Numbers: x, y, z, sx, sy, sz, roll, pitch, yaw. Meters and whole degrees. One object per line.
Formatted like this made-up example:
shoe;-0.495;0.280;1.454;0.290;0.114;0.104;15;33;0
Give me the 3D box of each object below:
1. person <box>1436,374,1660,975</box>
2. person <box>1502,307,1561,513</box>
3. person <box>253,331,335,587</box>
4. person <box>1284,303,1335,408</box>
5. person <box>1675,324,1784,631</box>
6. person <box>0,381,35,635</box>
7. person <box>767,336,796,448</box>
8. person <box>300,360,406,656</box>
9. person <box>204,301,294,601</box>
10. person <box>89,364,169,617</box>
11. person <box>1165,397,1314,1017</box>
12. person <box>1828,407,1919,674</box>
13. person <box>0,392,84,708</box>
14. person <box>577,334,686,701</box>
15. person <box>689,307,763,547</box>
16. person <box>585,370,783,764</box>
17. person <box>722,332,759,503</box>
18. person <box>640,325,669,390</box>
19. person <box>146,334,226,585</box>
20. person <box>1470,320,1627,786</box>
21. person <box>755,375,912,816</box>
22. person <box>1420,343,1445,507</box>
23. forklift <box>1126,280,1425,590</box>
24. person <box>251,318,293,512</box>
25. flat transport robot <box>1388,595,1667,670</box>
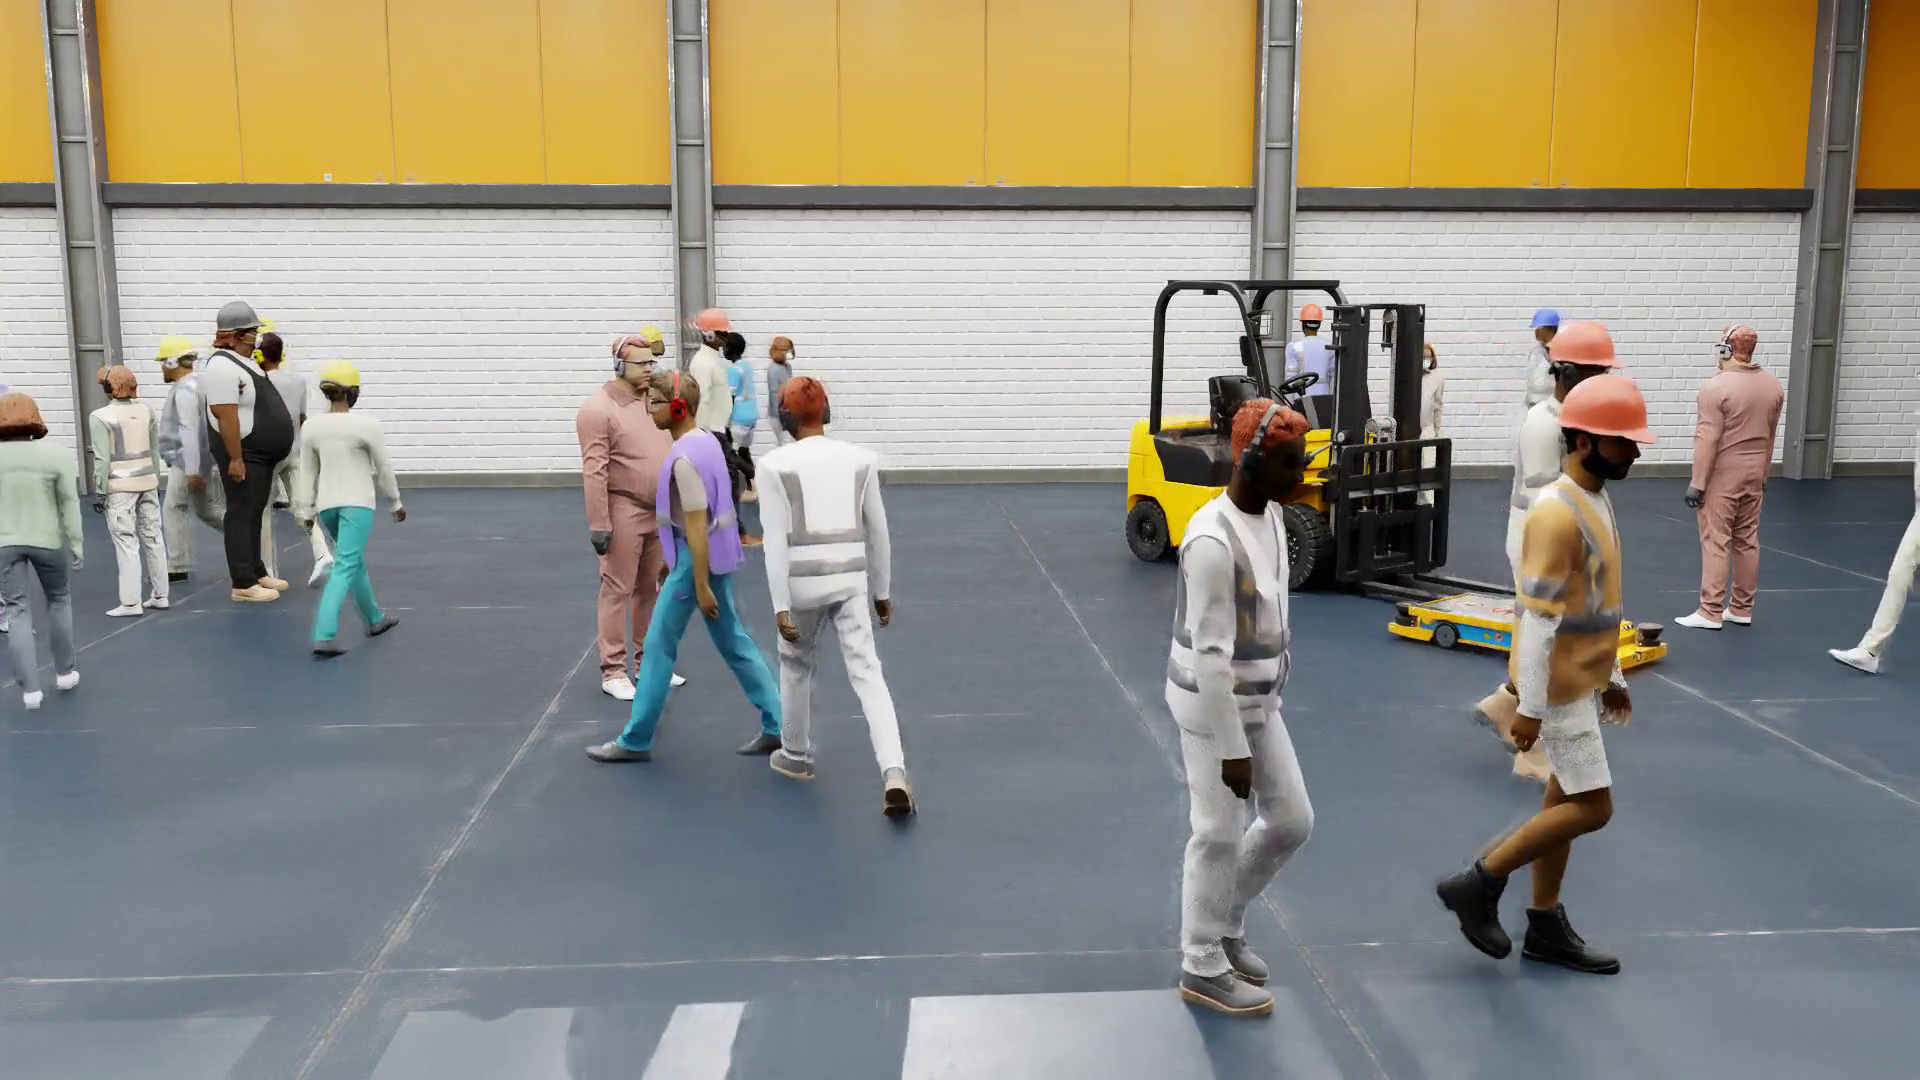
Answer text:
person;1.893;0.434;5.238;0.502;1.917;0.540;5;10;28
person;5.499;-1.191;15.411;0.815;1.920;0.620;-3;9;-16
person;-4.829;-0.574;11.877;0.922;1.827;0.530;7;11;37
person;3.429;-1.353;16.380;0.552;1.935;0.366;-2;9;-12
person;4.797;-0.387;10.411;0.642;1.908;0.407;-4;10;-26
person;-6.142;-0.347;10.310;0.903;1.867;0.654;6;11;34
person;-1.746;-1.220;16.557;0.322;1.613;0.537;2;9;15
person;-3.628;-0.203;9.858;0.518;1.718;0.930;3;9;17
person;-4.848;-0.612;11.400;0.538;2.000;0.688;-2;9;-11
person;-5.401;-0.317;10.802;0.314;1.639;0.517;3;10;20
person;0.813;0.513;4.888;0.419;1.864;0.606;5;11;30
person;5.283;-0.133;9.055;0.946;1.821;0.538;-2;9;-13
person;-4.850;0.034;8.666;0.517;1.605;0.677;-4;10;-24
person;-1.698;-0.126;8.771;0.407;1.905;0.655;5;10;29
person;-2.103;-0.909;13.541;0.922;1.963;0.615;-1;9;-5
person;-1.187;0.129;7.530;0.959;1.801;0.574;1;9;3
person;-2.053;-1.153;15.952;0.470;1.673;0.541;1;9;7
person;-2.889;-1.151;15.714;0.486;1.746;0.289;6;11;33
person;-5.446;-0.584;11.986;0.801;1.797;0.595;-2;9;-15
person;2.551;0.068;7.188;0.521;2.030;0.626;7;12;38
person;-0.518;0.217;6.964;0.602;1.816;1.096;-5;10;-27
person;4.189;-0.989;15.180;0.508;1.592;0.849;0;9;-2
forklift;2.301;-0.860;12.475;1.214;2.155;2.313;-6;11;-35
person;-6.519;-1.153;15.489;0.624;1.815;0.626;2;9;10
flat transport robot;3.321;0.525;9.801;0.652;0.197;1.431;-8;12;-40
